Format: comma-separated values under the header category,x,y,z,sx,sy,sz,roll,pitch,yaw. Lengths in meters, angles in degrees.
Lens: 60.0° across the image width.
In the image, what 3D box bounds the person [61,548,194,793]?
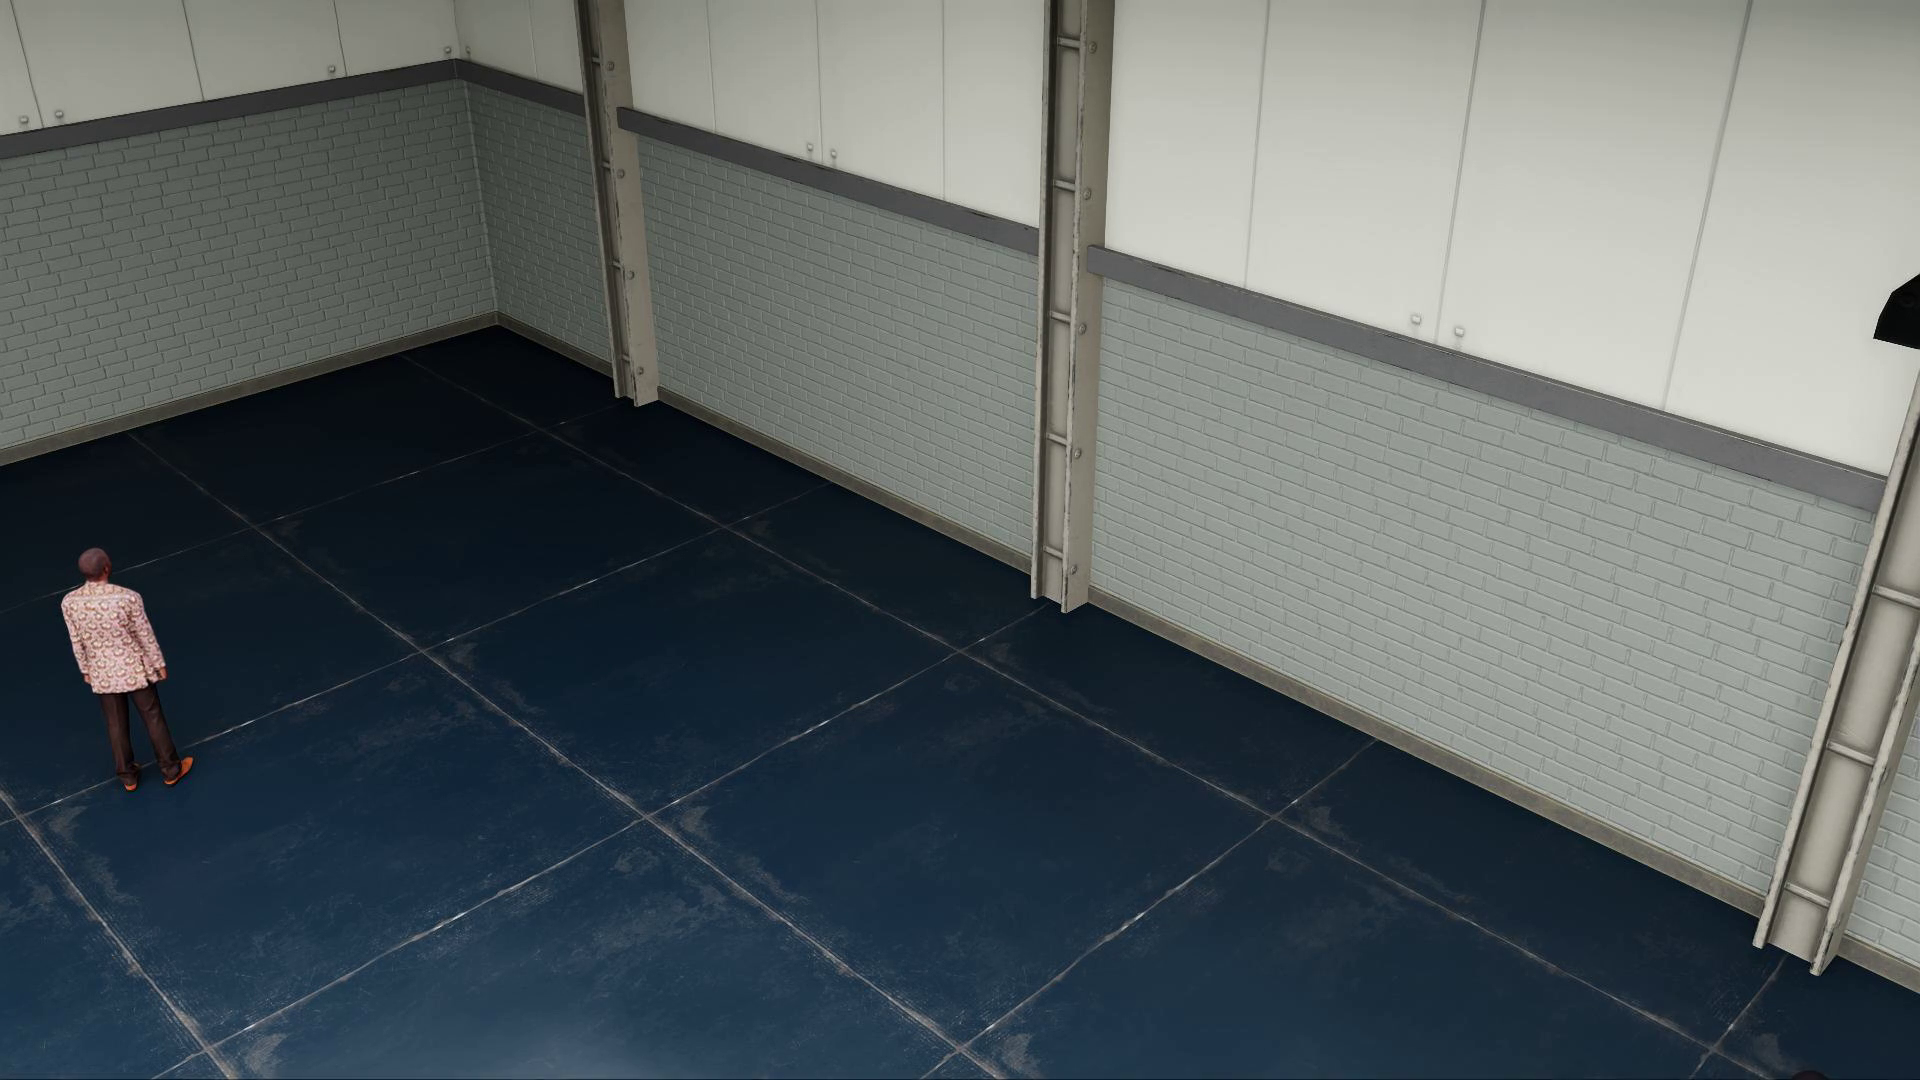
category,x,y,z,sx,sy,sz,roll,pitch,yaw
person,-5.641,0.875,11.189,0.782,1.808,0.806,-4,28,-7
